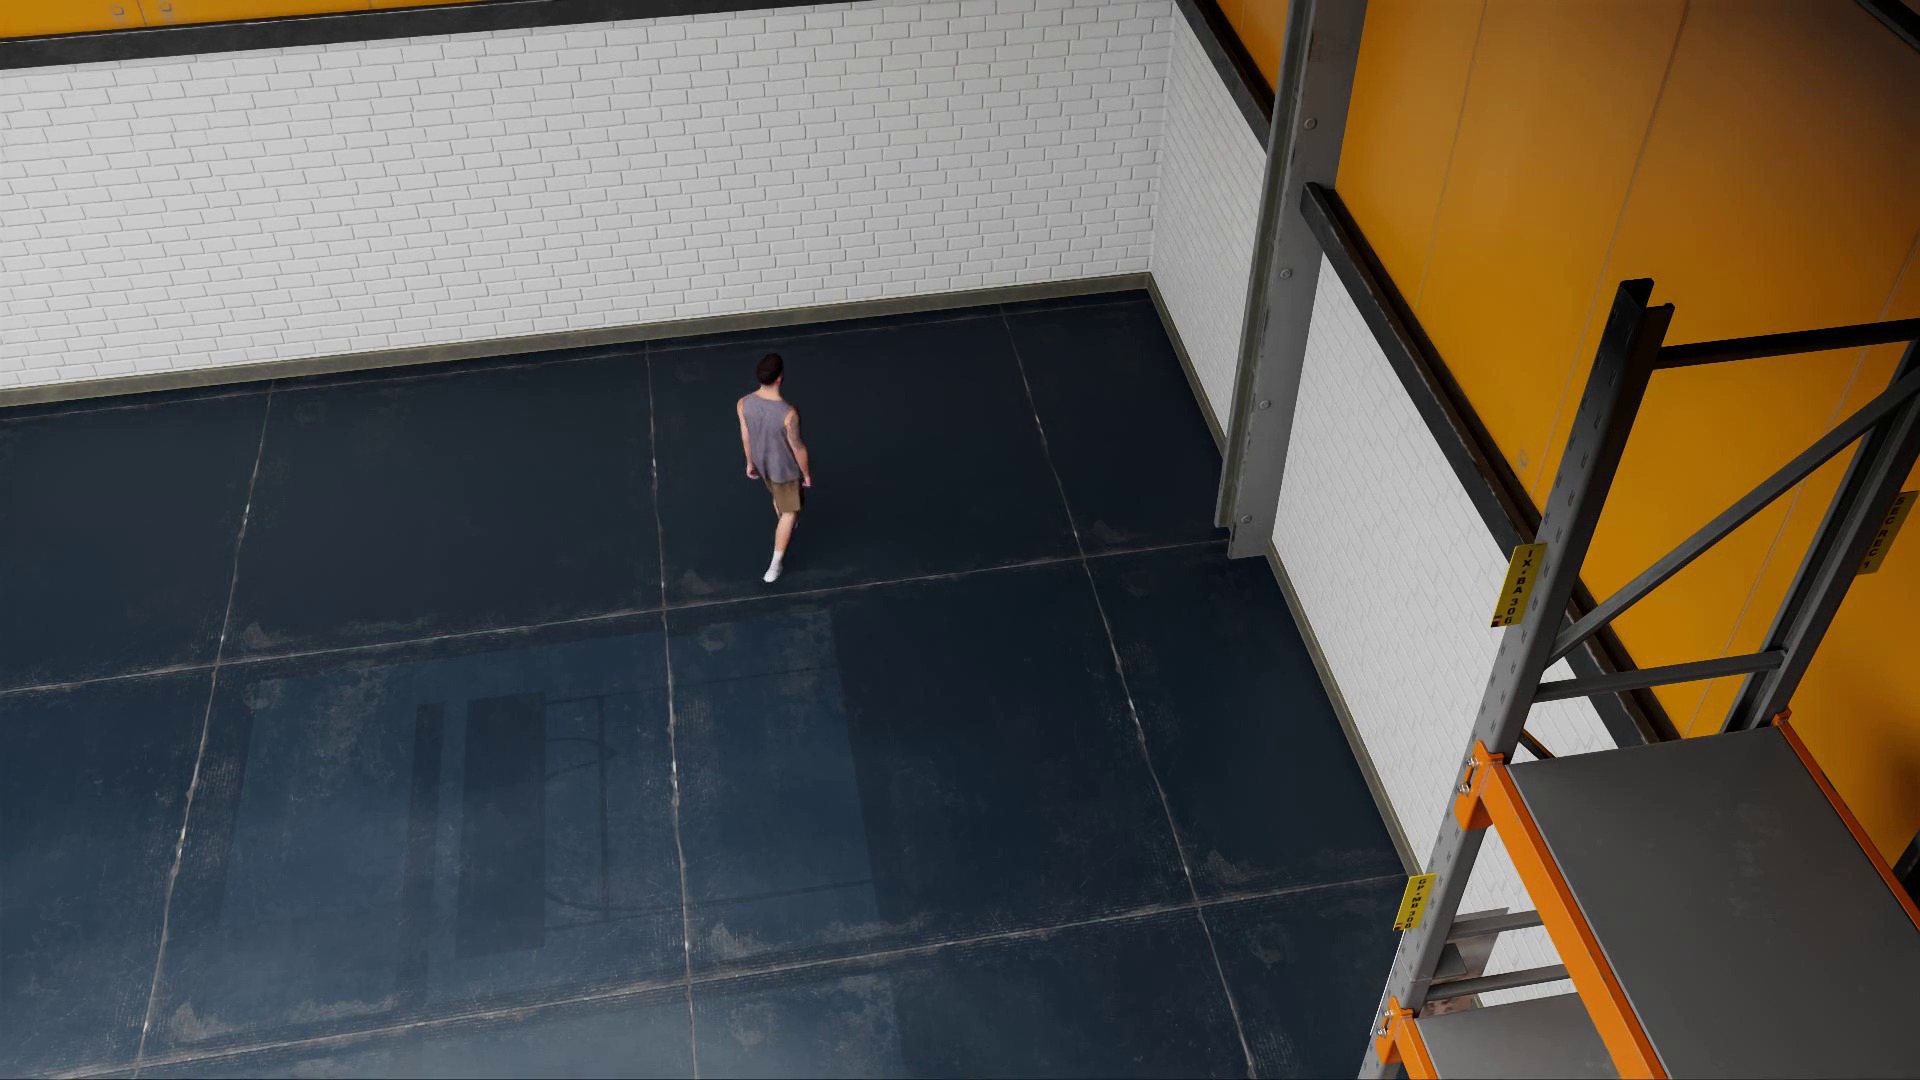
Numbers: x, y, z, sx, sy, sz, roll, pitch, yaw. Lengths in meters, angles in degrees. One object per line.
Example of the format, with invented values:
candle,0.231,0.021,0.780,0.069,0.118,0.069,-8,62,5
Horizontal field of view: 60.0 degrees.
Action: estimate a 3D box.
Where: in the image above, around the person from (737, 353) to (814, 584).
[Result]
person,-1.276,-0.475,11.464,0.972,1.824,1.132,17,46,17
